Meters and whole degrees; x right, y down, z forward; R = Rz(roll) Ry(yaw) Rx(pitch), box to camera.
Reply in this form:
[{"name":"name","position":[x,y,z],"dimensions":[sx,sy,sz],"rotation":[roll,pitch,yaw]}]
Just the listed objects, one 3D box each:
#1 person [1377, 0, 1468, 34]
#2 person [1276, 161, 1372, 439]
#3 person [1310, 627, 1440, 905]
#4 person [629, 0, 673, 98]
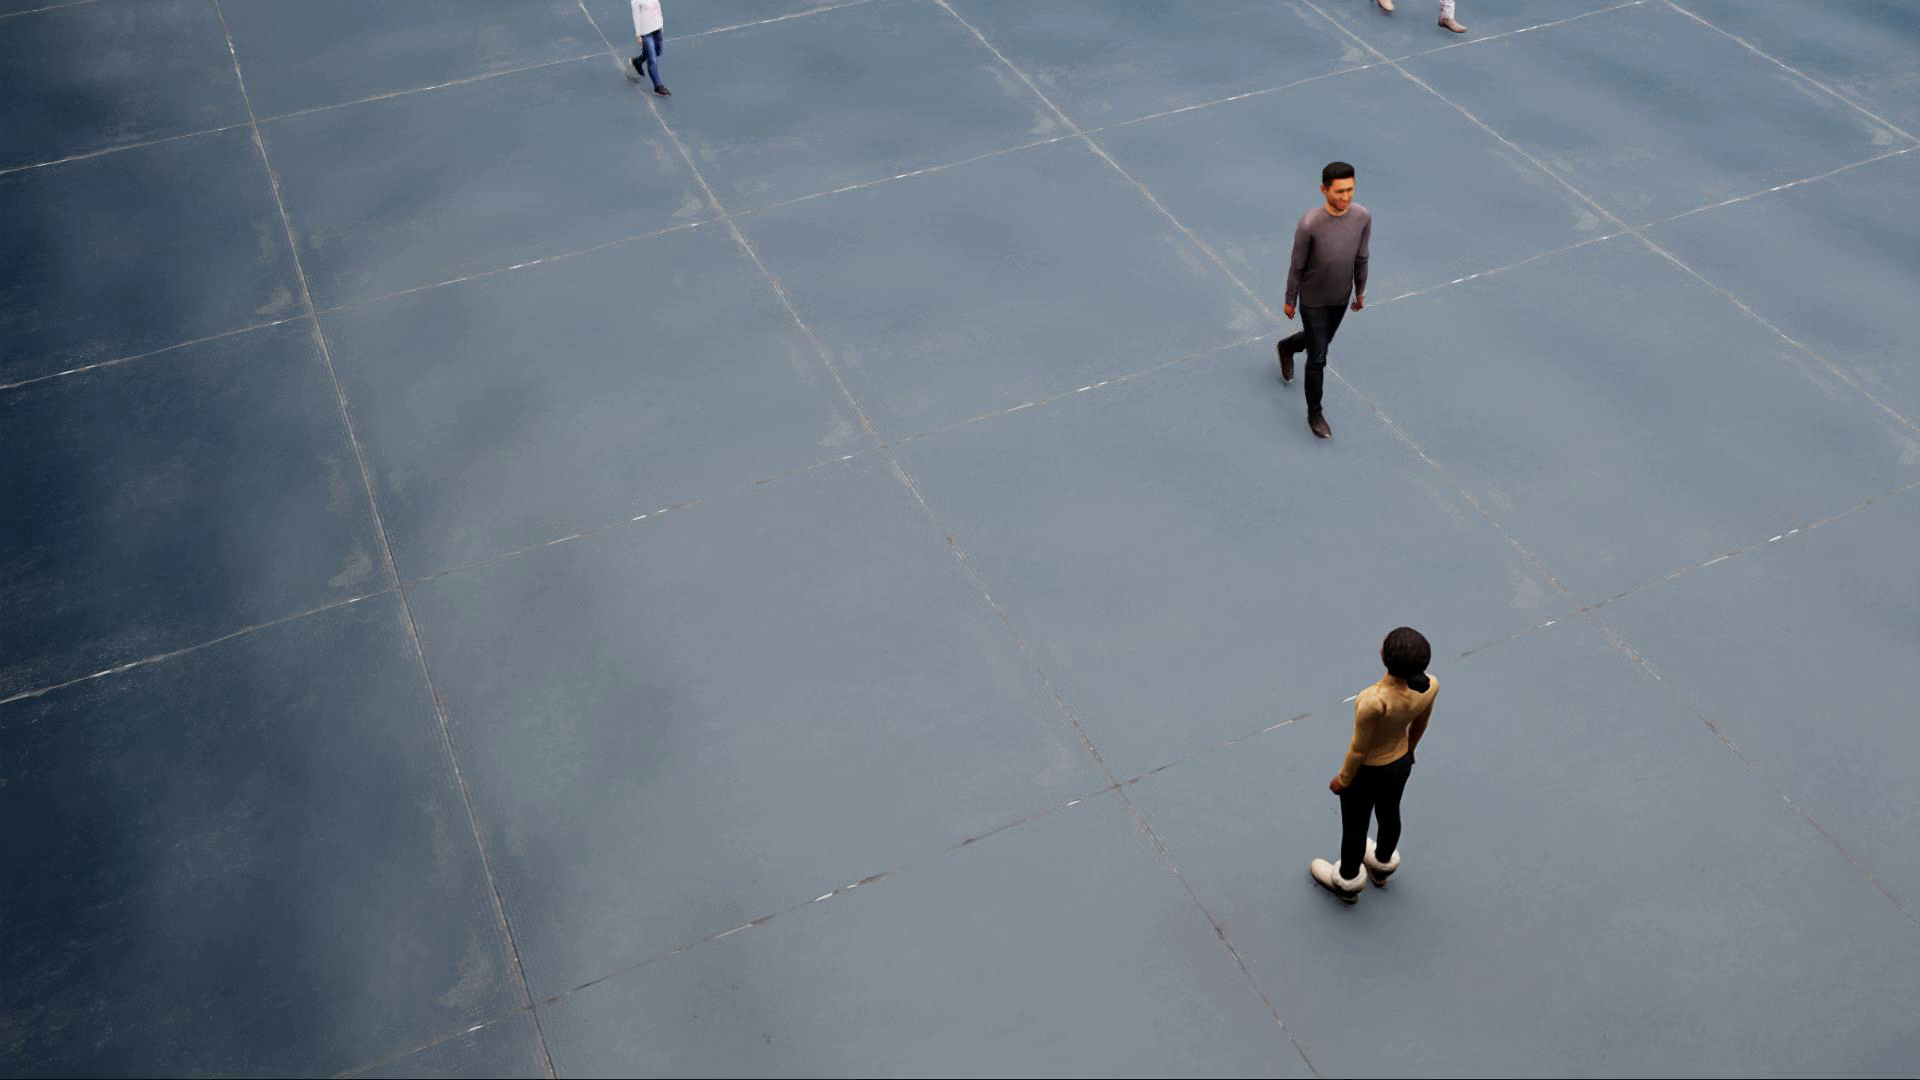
[{"name":"person","position":[4.007,-5.348,14.268],"dimensions":[0.873,1.851,1.304],"rotation":[-27,49,-27]},{"name":"person","position":[2.195,-1.532,10.150],"dimensions":[1.120,1.738,0.762],"rotation":[-17,45,-18]},{"name":"person","position":[1.871,1.003,7.417],"dimensions":[0.588,1.659,0.526],"rotation":[-19,46,-20]},{"name":"person","position":[-2.579,-4.184,13.543],"dimensions":[0.765,1.102,0.647],"rotation":[24,47,24]}]
